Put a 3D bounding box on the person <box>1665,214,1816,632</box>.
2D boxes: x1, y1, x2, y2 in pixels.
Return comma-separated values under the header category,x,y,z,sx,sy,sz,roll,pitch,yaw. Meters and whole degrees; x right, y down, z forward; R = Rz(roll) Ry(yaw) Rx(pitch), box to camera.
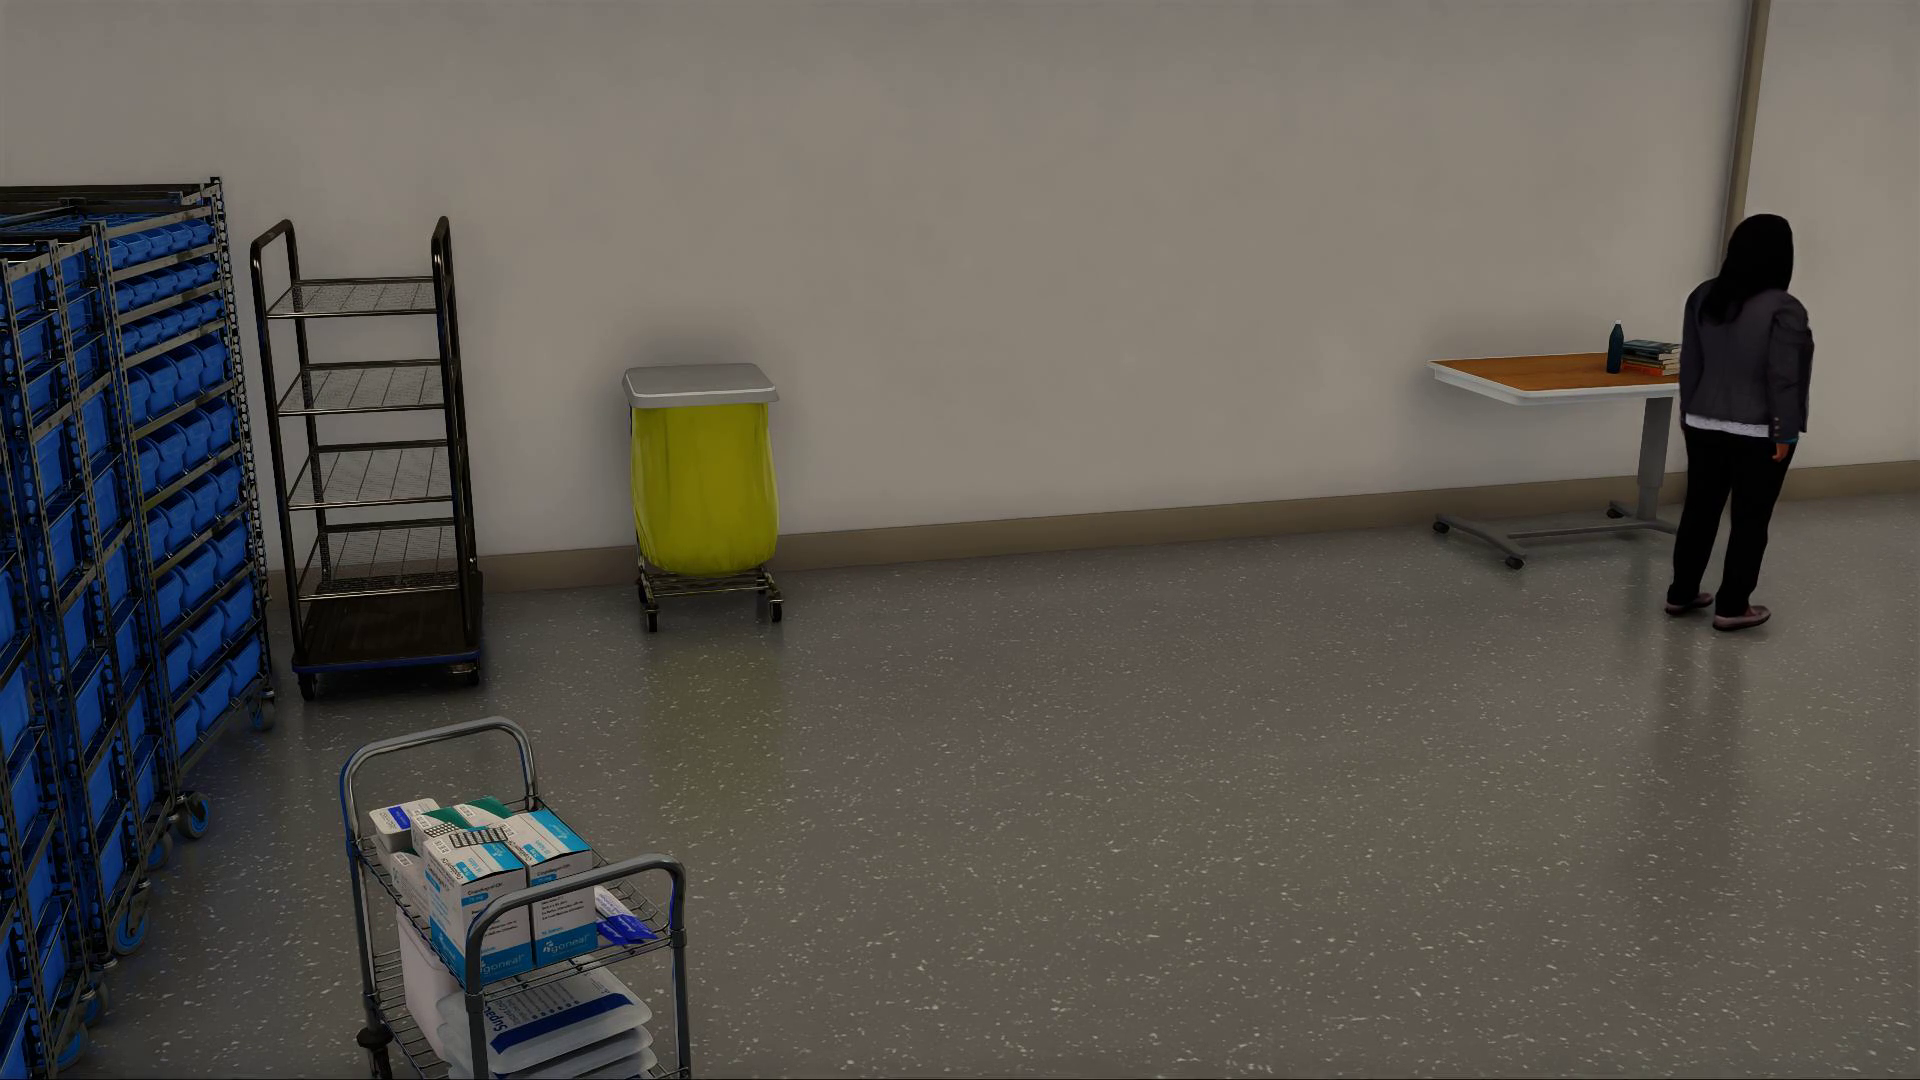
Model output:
category,x,y,z,sx,sy,sz,roll,pitch,yaw
person,2.998,-0.445,6.409,0.725,1.595,0.726,-8,18,-26
